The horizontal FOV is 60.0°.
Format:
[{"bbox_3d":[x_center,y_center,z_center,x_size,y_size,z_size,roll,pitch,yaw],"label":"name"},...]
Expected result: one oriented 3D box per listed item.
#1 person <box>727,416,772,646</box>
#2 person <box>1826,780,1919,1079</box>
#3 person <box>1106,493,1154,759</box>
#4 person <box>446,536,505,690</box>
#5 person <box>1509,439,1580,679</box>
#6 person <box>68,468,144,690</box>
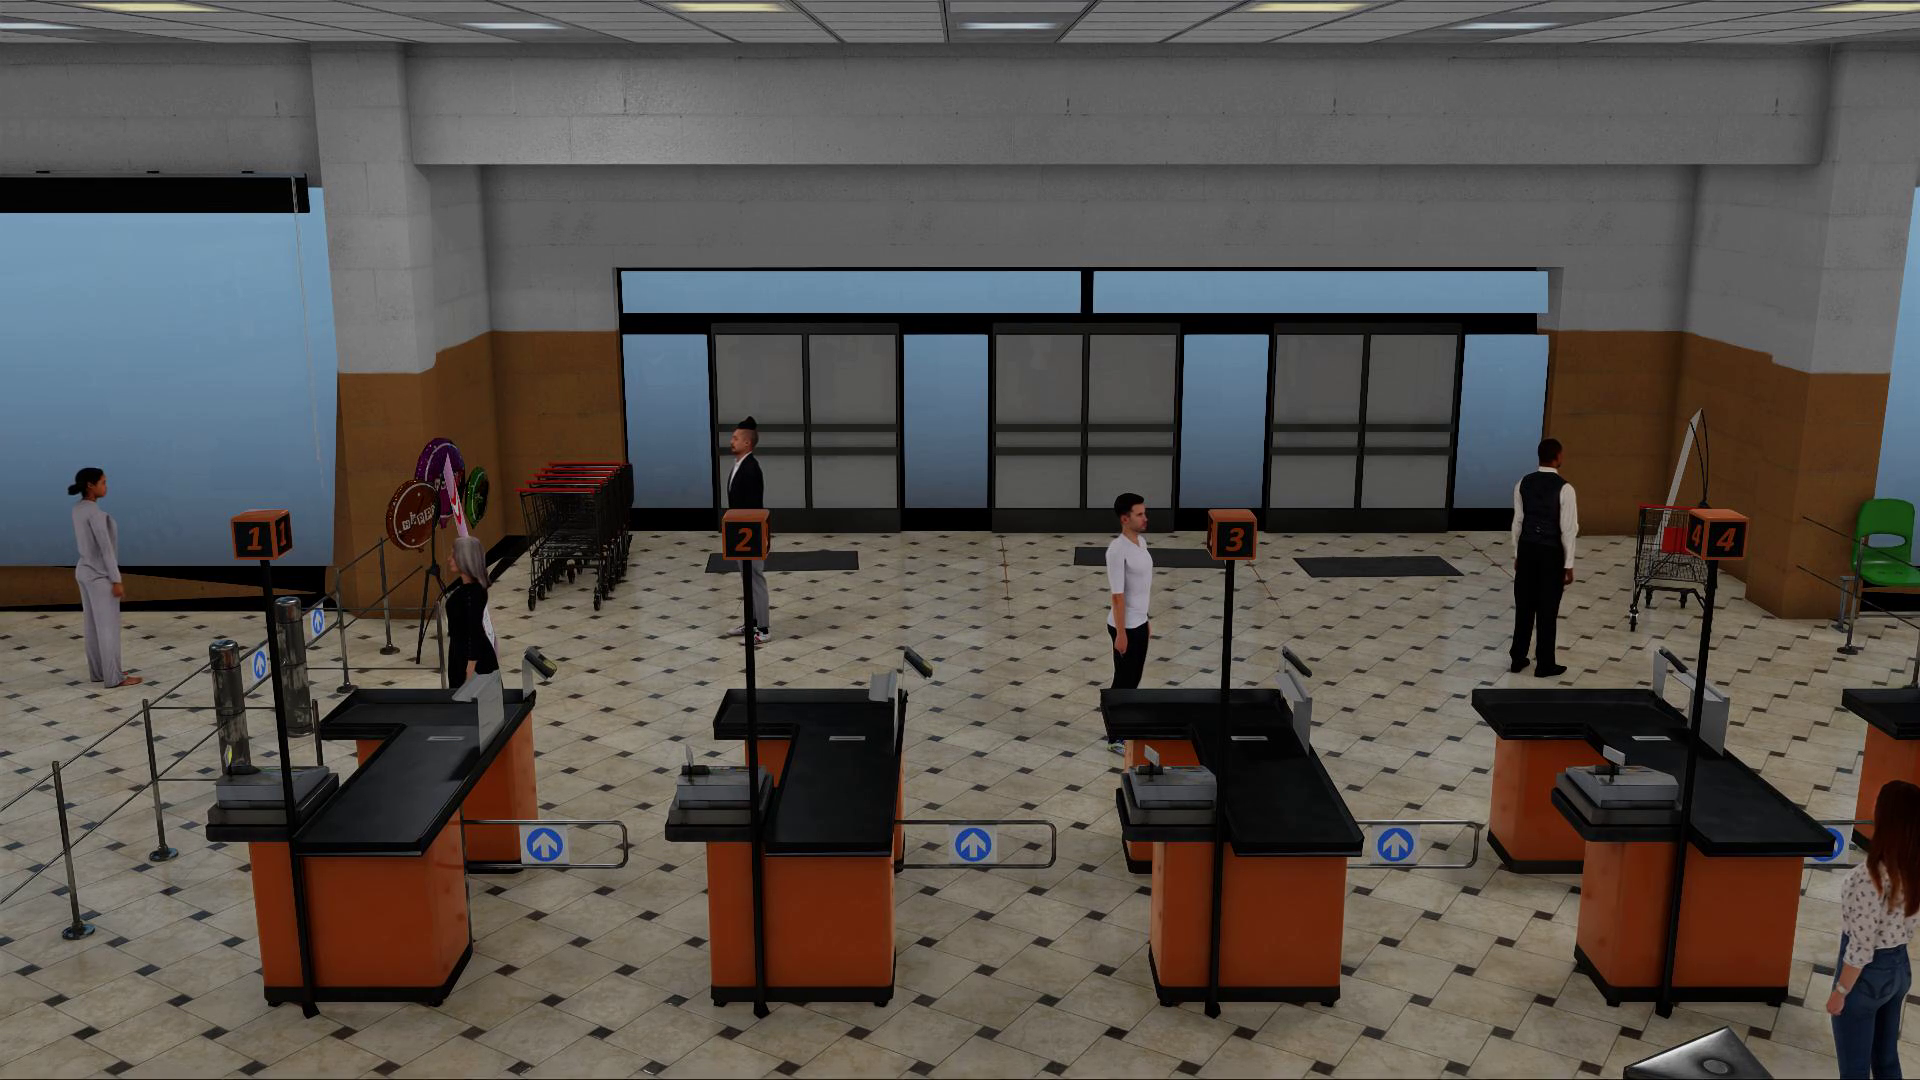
[{"bbox_3d":[-1.789,-0.087,14.168,0.840,1.948,0.680,-5,15,-21],"label":"person"},{"bbox_3d":[3.773,1.800,6.854,0.654,1.728,0.670,-8,16,-30],"label":"person"},{"bbox_3d":[1.181,0.575,11.642,0.817,1.852,0.674,7,15,26],"label":"person"},{"bbox_3d":[-3.181,0.820,10.856,0.738,1.747,0.626,-6,15,-22],"label":"person"},{"bbox_3d":[4.655,0.134,13.318,0.827,1.919,0.763,-13,19,-42],"label":"person"},{"bbox_3d":[-6.783,0.285,13.078,0.714,1.739,0.766,12,18,42],"label":"person"}]
